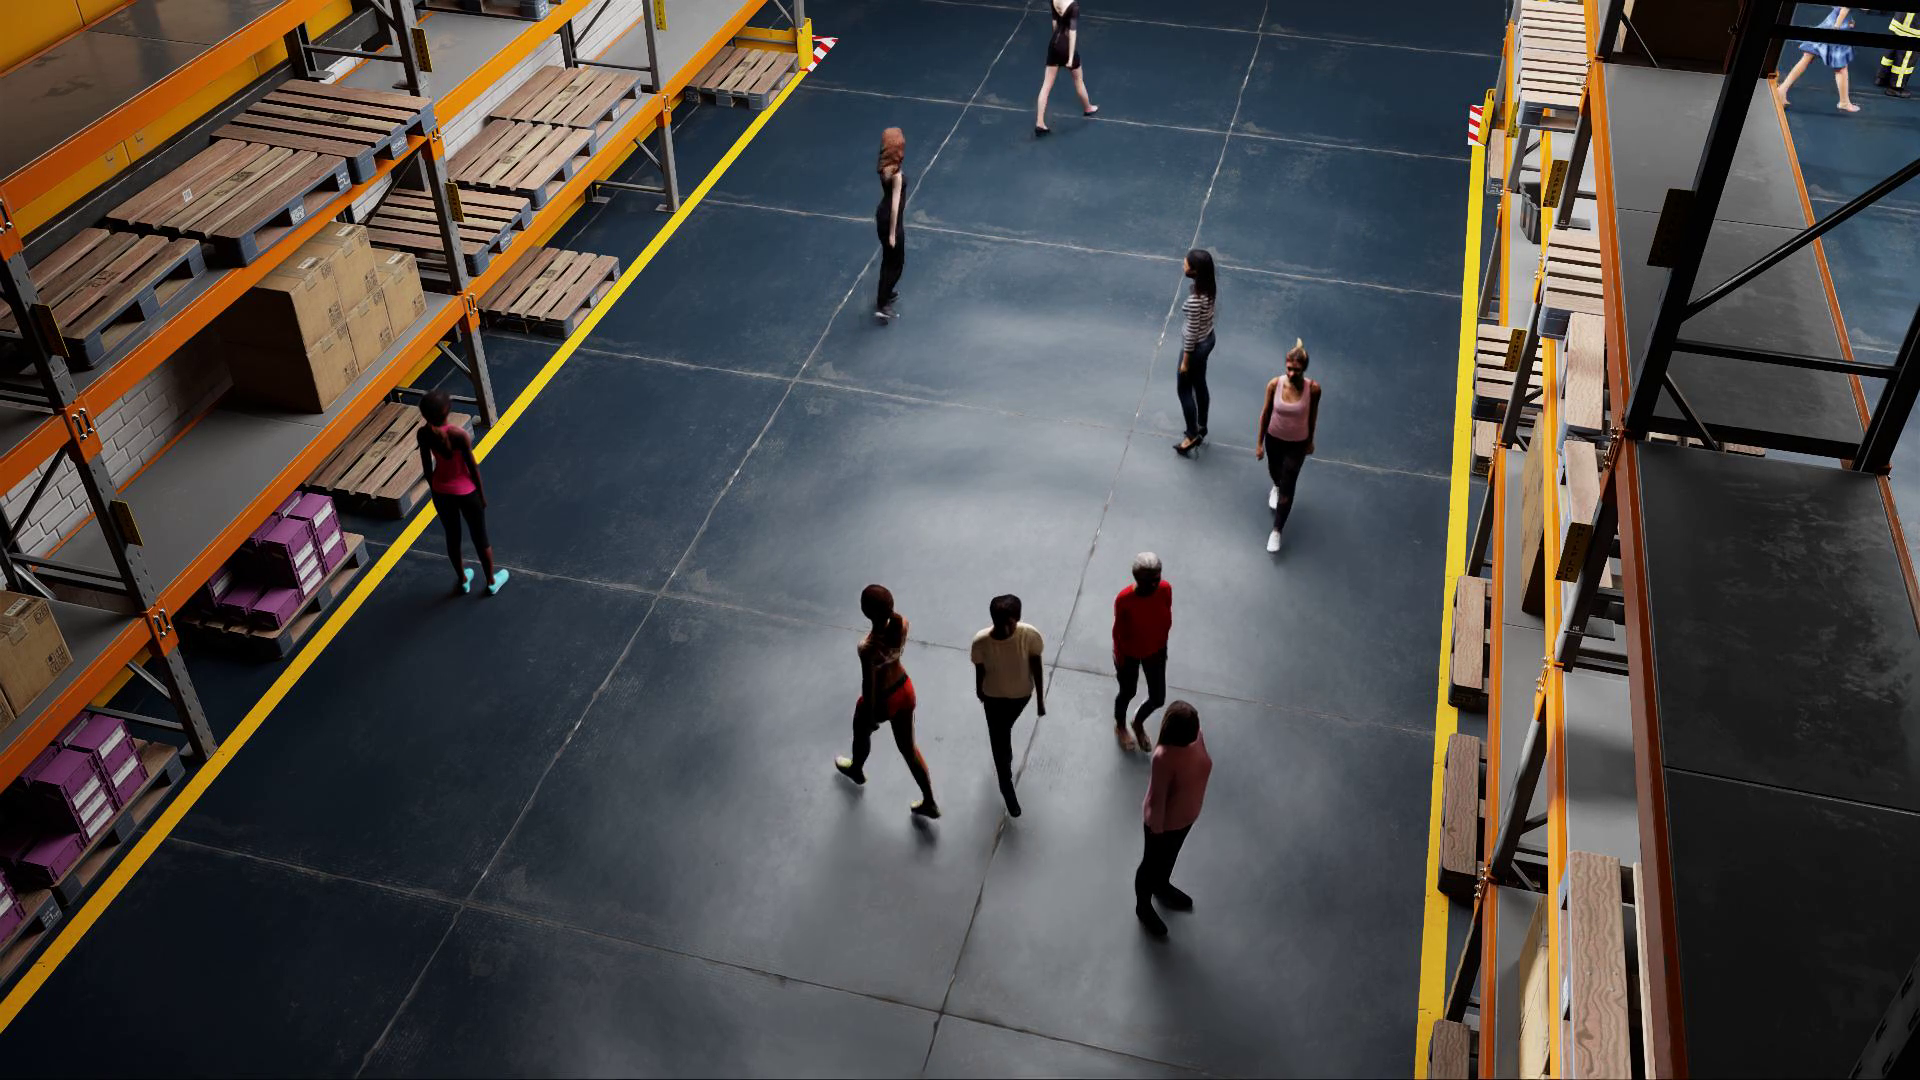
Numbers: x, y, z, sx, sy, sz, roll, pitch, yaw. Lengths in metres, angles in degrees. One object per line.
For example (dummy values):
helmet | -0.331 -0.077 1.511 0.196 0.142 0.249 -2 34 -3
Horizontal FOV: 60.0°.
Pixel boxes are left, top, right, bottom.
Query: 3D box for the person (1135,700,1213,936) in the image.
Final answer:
person | 1.205 1.551 9.566 0.737 1.688 0.622 29 47 31

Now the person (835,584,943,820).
person | -0.373 1.014 10.185 1.006 1.754 1.117 31 48 33

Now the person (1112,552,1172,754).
person | 1.111 0.673 10.674 0.748 1.677 0.797 -12 40 -15

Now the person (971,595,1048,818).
person | 0.284 0.907 10.485 0.905 1.547 1.103 -9 40 -11

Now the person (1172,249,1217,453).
person | 1.903 -1.501 13.313 0.684 1.781 0.543 17 41 20

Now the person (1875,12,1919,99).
person | 10.891 -6.008 18.892 0.884 1.862 0.720 1 39 1

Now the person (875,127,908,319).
person | -0.671 -2.846 15.054 0.920 1.710 0.772 -2 39 -2

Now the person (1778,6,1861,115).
person | 9.580 -5.572 18.436 0.774 1.750 1.100 5 39 7

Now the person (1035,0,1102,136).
person | 1.033 -5.237 17.986 1.221 1.788 0.997 -32 48 -33

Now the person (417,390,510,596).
person | -3.603 -0.330 11.894 0.580 1.722 0.574 5 39 6

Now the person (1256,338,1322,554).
person | 2.473 -0.804 12.585 0.633 1.600 1.104 12 40 15
